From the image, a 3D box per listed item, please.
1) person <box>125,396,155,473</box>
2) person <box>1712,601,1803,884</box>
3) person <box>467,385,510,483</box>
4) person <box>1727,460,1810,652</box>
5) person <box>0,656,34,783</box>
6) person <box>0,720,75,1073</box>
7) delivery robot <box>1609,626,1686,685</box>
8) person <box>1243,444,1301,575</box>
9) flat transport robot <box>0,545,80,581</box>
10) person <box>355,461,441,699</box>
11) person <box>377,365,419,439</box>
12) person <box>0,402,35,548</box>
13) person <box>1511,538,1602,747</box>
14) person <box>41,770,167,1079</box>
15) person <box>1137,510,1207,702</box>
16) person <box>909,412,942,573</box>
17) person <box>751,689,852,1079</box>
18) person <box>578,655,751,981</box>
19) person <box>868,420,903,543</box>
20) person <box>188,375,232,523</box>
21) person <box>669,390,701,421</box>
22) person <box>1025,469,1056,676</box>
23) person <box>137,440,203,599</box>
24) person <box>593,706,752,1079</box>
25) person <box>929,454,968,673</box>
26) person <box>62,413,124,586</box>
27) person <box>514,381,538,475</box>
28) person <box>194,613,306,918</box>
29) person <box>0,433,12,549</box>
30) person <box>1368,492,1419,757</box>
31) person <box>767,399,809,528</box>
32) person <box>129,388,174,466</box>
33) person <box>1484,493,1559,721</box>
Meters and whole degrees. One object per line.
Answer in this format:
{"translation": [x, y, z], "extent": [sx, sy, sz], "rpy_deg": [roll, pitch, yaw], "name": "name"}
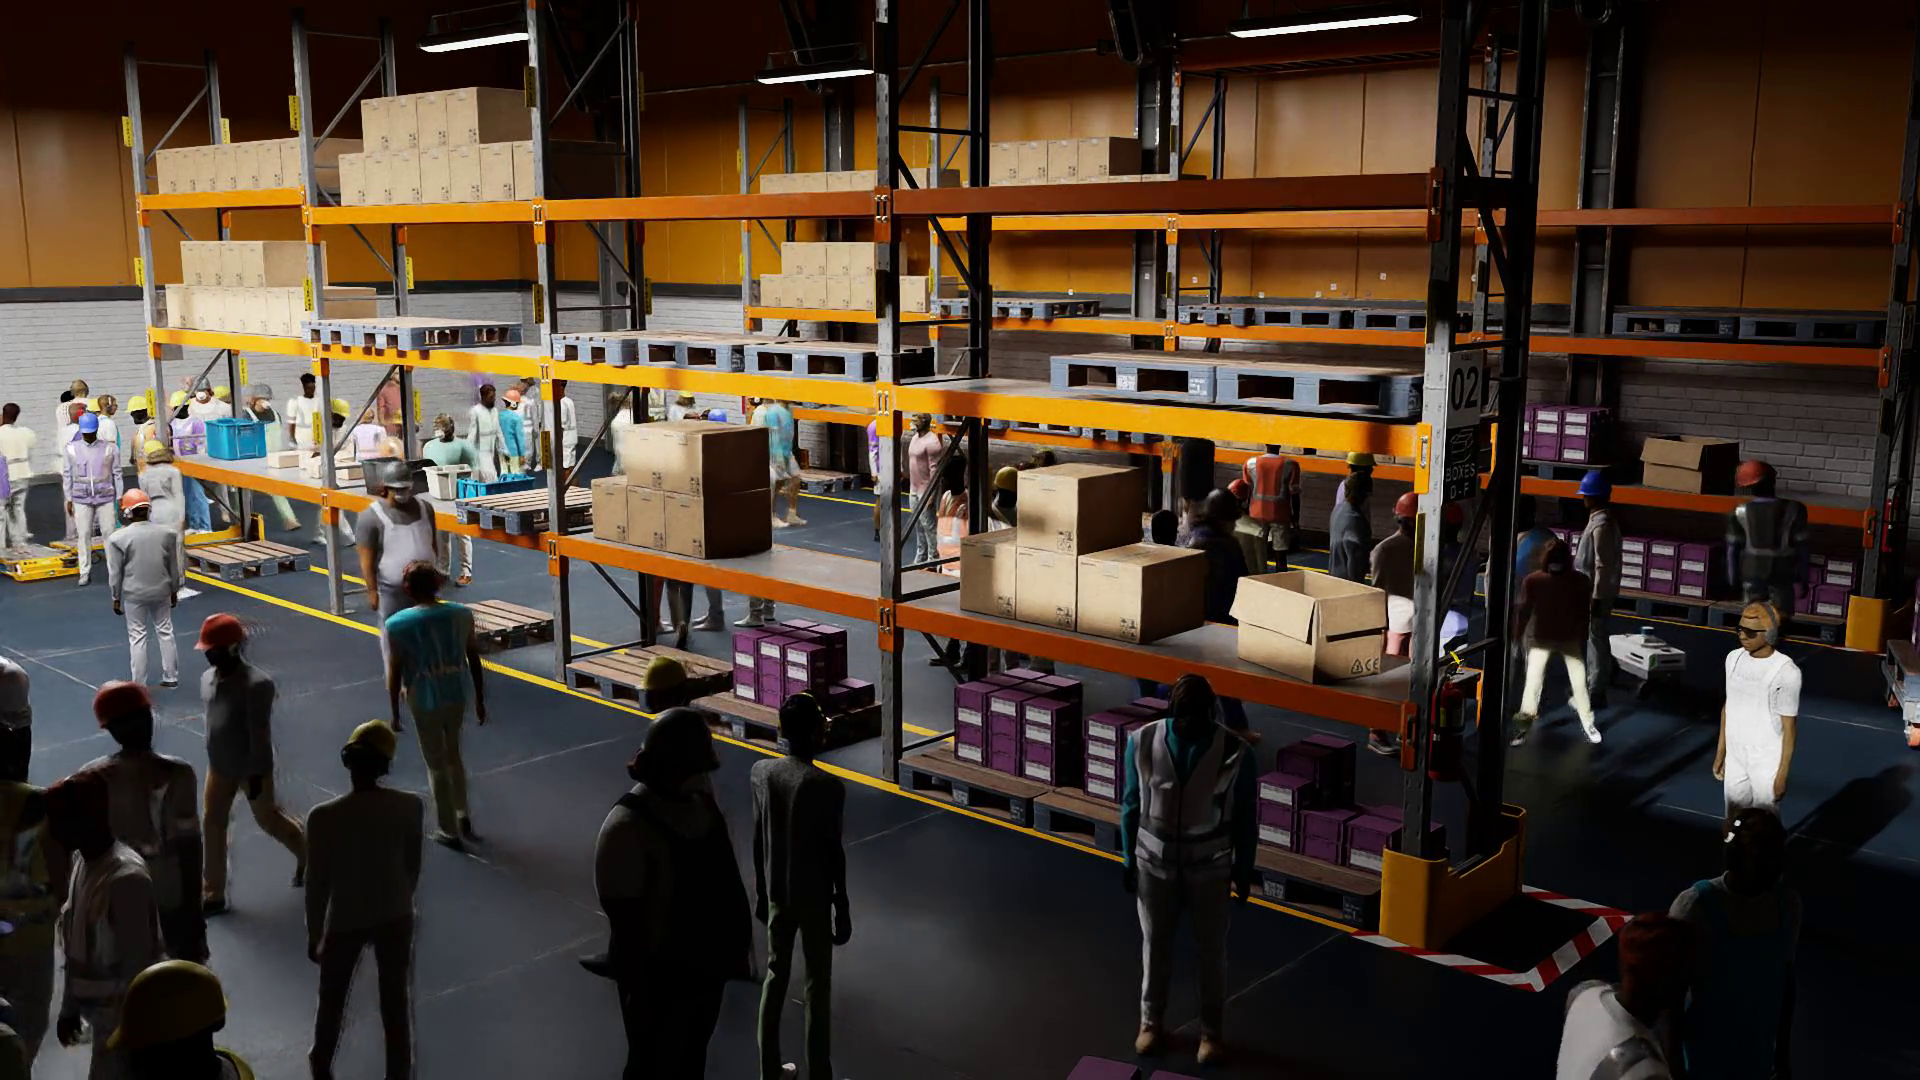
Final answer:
{"translation": [-10.198, -0.856, 20.895], "extent": [0.399, 1.913, 0.593], "rpy_deg": [-6, 12, -32], "name": "person"}
{"translation": [4.427, 1.237, 9.284], "extent": [0.348, 1.838, 0.505], "rpy_deg": [-3, 11, -19], "name": "person"}
{"translation": [-6.430, -1.199, 22.936], "extent": [0.984, 1.866, 0.612], "rpy_deg": [2, 10, 13], "name": "person"}
{"translation": [6.871, 0.306, 14.138], "extent": [0.659, 1.988, 0.517], "rpy_deg": [8, 13, 37], "name": "person"}
{"translation": [-5.241, 1.242, 8.878], "extent": [0.611, 1.966, 0.362], "rpy_deg": [2, 10, 10], "name": "person"}
{"translation": [-4.019, 1.681, 6.908], "extent": [0.643, 1.804, 0.777], "rpy_deg": [-1, 10, -3], "name": "person"}
{"translation": [5.819, 0.976, 14.107], "extent": [0.477, 0.478, 0.707], "rpy_deg": [-2, 10, -11], "name": "delivery robot"}
{"translation": [3.225, -0.238, 17.248], "extent": [0.613, 1.963, 0.361], "rpy_deg": [4, 11, 20], "name": "person"}
{"translation": [-10.814, 0.249, 19.286], "extent": [1.431, 0.197, 0.652], "rpy_deg": [9, 13, 41], "name": "flat transport robot"}
{"translation": [-4.602, 0.336, 13.789], "extent": [0.708, 2.000, 0.635], "rpy_deg": [-9, 14, -42], "name": "person"}
{"translation": [-9.029, -1.881, 26.773], "extent": [0.660, 1.895, 0.407], "rpy_deg": [-6, 12, -32], "name": "person"}
{"translation": [-11.543, -0.726, 20.247], "extent": [0.446, 1.886, 0.634], "rpy_deg": [5, 11, 26], "name": "person"}
{"translation": [4.539, 0.769, 12.581], "extent": [0.695, 1.607, 0.457], "rpy_deg": [3, 10, 15], "name": "person"}
{"translation": [-3.160, 1.768, 6.208], "extent": [0.399, 1.864, 0.602], "rpy_deg": [-8, 13, -39], "name": "person"}
{"translation": [1.470, 0.718, 11.997], "extent": [0.587, 1.913, 0.391], "rpy_deg": [5, 11, 26], "name": "person"}
{"translation": [-0.424, -0.547, 19.073], "extent": [0.367, 1.939, 0.635], "rpy_deg": [-5, 11, -25], "name": "person"}
{"translation": [-0.699, 1.575, 7.314], "extent": [0.506, 1.861, 0.329], "rpy_deg": [6, 12, 29], "name": "person"}
{"translation": [-1.498, 1.436, 8.486], "extent": [0.902, 1.720, 0.545], "rpy_deg": [1, 10, 6], "name": "person"}
{"translation": [-0.914, -0.916, 21.202], "extent": [0.393, 1.927, 0.549], "rpy_deg": [9, 13, 40], "name": "person"}
{"translation": [-10.279, -1.236, 22.681], "extent": [0.683, 2.000, 0.537], "rpy_deg": [-4, 11, -20], "name": "person"}
{"translation": [-4.141, -1.502, 25.107], "extent": [0.475, 1.708, 0.768], "rpy_deg": [-2, 10, -11], "name": "person"}
{"translation": [0.660, 0.315, 14.375], "extent": [0.358, 1.880, 0.575], "rpy_deg": [4, 11, 22], "name": "person"}
{"translation": [-8.505, -0.219, 17.890], "extent": [0.658, 1.697, 0.417], "rpy_deg": [2, 10, 9], "name": "person"}
{"translation": [-1.074, 1.625, 6.502], "extent": [0.536, 2.000, 0.677], "rpy_deg": [3, 11, 19], "name": "person"}
{"translation": [-0.030, 0.200, 14.789], "extent": [0.379, 1.959, 0.603], "rpy_deg": [-6, 12, -30], "name": "person"}
{"translation": [-9.675, -0.461, 18.588], "extent": [0.602, 1.939, 0.399], "rpy_deg": [-4, 11, -24], "name": "person"}
{"translation": [-7.054, -1.741, 26.717], "extent": [0.552, 1.618, 0.513], "rpy_deg": [2, 10, 13], "name": "person"}
{"translation": [-4.095, 1.247, 9.528], "extent": [0.556, 1.724, 0.829], "rpy_deg": [4, 11, 23], "name": "person"}
{"translation": [-11.462, -0.503, 19.697], "extent": [0.524, 1.631, 0.319], "rpy_deg": [3, 10, 17], "name": "person"}
{"translation": [3.306, 0.619, 12.358], "extent": [0.618, 1.986, 0.408], "rpy_deg": [-6, 12, -31], "name": "person"}
{"translation": [-2.294, -1.144, 22.221], "extent": [0.658, 2.022, 0.632], "rpy_deg": [4, 11, 20], "name": "person"}
{"translation": [-10.977, -1.150, 22.723], "extent": [0.948, 1.854, 0.636], "rpy_deg": [6, 12, 31], "name": "person"}
{"translation": [4.456, 0.532, 13.287], "extent": [0.430, 1.836, 0.619], "rpy_deg": [-9, 13, -40], "name": "person"}
